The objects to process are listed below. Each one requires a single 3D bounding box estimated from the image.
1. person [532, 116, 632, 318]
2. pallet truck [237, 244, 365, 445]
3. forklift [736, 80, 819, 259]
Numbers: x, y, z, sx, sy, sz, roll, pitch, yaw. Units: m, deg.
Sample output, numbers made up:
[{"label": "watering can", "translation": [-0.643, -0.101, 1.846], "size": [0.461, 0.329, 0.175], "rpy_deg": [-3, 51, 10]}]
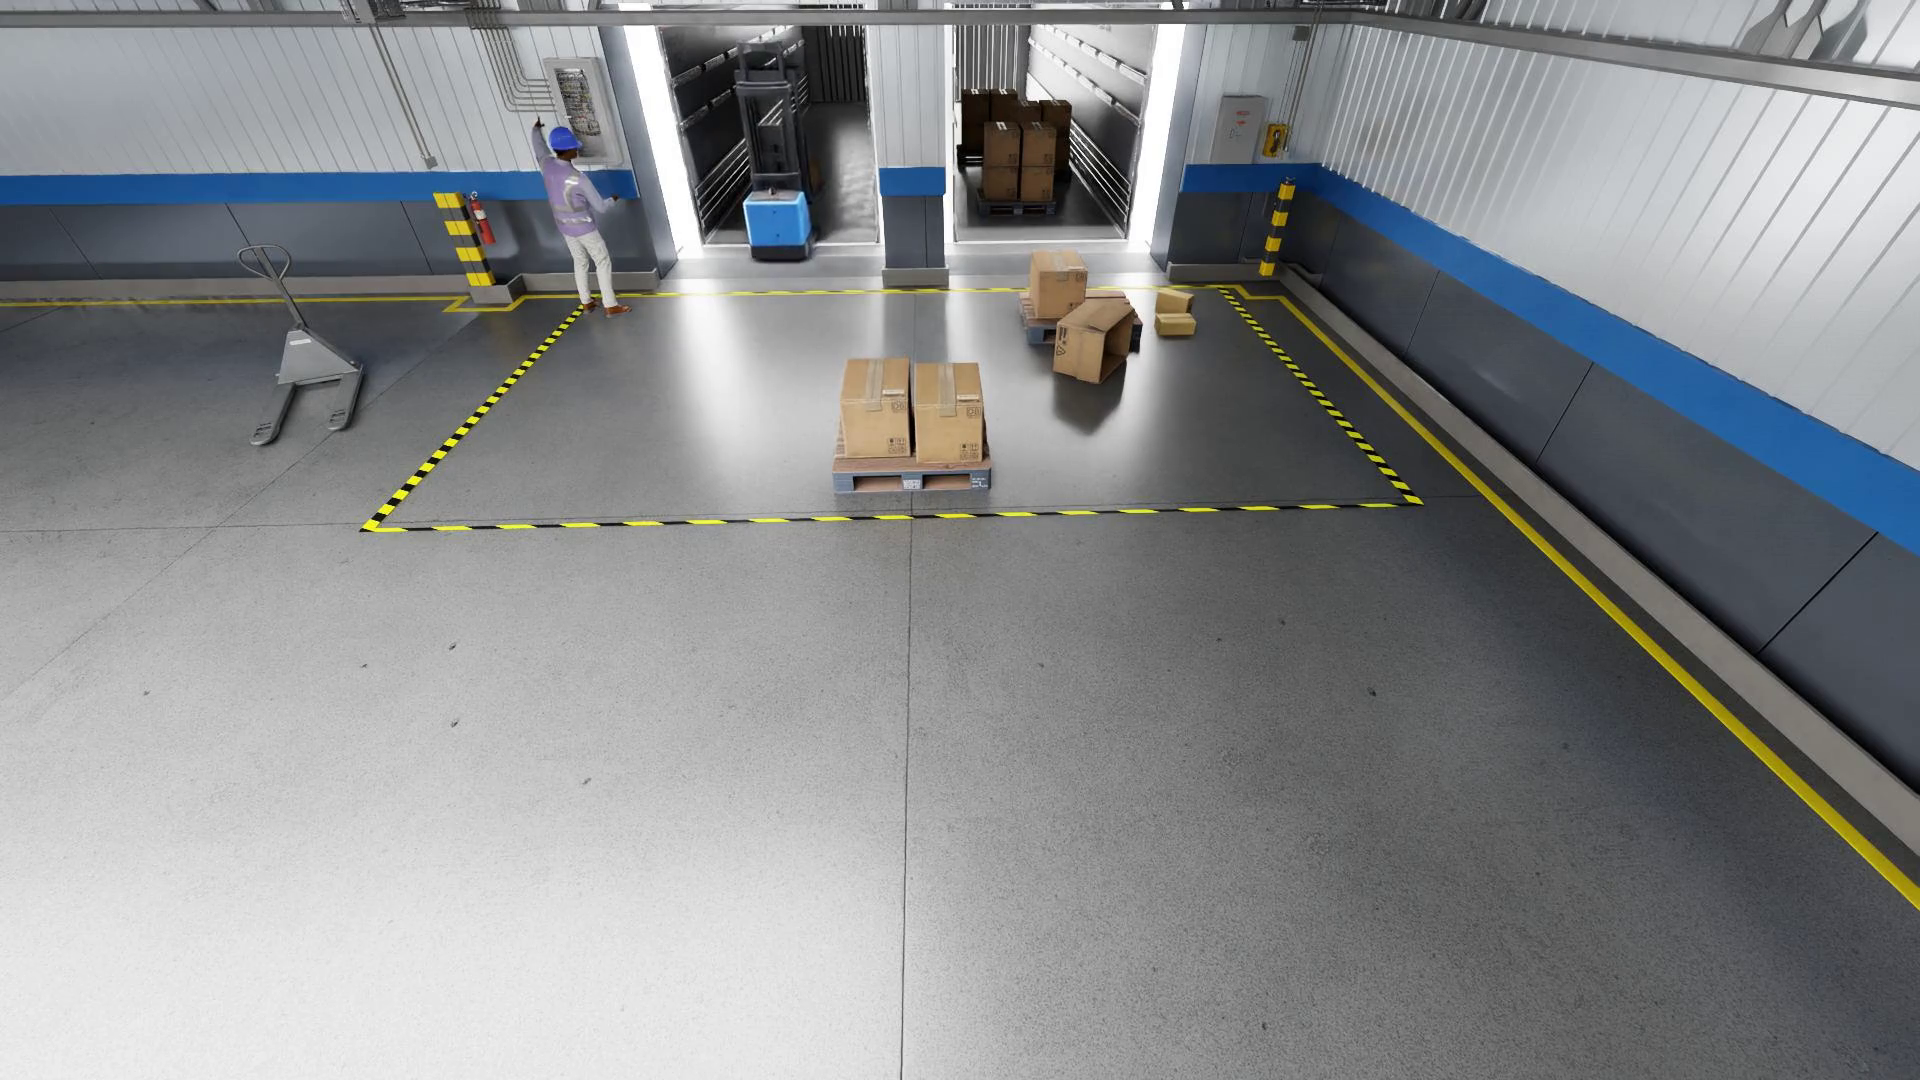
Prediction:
[{"label": "person", "translation": [-4.197, -3.505, 8.063], "size": [1.058, 1.909, 0.691], "rpy_deg": [16, 41, 19]}, {"label": "pallet truck", "translation": [-5.915, -1.733, 6.366], "size": [0.680, 1.201, 1.601], "rpy_deg": [-18, 42, -21]}, {"label": "forklift", "translation": [-2.447, -4.792, 9.575], "size": [0.716, 2.013, 0.776], "rpy_deg": [-1, 38, -1]}]
